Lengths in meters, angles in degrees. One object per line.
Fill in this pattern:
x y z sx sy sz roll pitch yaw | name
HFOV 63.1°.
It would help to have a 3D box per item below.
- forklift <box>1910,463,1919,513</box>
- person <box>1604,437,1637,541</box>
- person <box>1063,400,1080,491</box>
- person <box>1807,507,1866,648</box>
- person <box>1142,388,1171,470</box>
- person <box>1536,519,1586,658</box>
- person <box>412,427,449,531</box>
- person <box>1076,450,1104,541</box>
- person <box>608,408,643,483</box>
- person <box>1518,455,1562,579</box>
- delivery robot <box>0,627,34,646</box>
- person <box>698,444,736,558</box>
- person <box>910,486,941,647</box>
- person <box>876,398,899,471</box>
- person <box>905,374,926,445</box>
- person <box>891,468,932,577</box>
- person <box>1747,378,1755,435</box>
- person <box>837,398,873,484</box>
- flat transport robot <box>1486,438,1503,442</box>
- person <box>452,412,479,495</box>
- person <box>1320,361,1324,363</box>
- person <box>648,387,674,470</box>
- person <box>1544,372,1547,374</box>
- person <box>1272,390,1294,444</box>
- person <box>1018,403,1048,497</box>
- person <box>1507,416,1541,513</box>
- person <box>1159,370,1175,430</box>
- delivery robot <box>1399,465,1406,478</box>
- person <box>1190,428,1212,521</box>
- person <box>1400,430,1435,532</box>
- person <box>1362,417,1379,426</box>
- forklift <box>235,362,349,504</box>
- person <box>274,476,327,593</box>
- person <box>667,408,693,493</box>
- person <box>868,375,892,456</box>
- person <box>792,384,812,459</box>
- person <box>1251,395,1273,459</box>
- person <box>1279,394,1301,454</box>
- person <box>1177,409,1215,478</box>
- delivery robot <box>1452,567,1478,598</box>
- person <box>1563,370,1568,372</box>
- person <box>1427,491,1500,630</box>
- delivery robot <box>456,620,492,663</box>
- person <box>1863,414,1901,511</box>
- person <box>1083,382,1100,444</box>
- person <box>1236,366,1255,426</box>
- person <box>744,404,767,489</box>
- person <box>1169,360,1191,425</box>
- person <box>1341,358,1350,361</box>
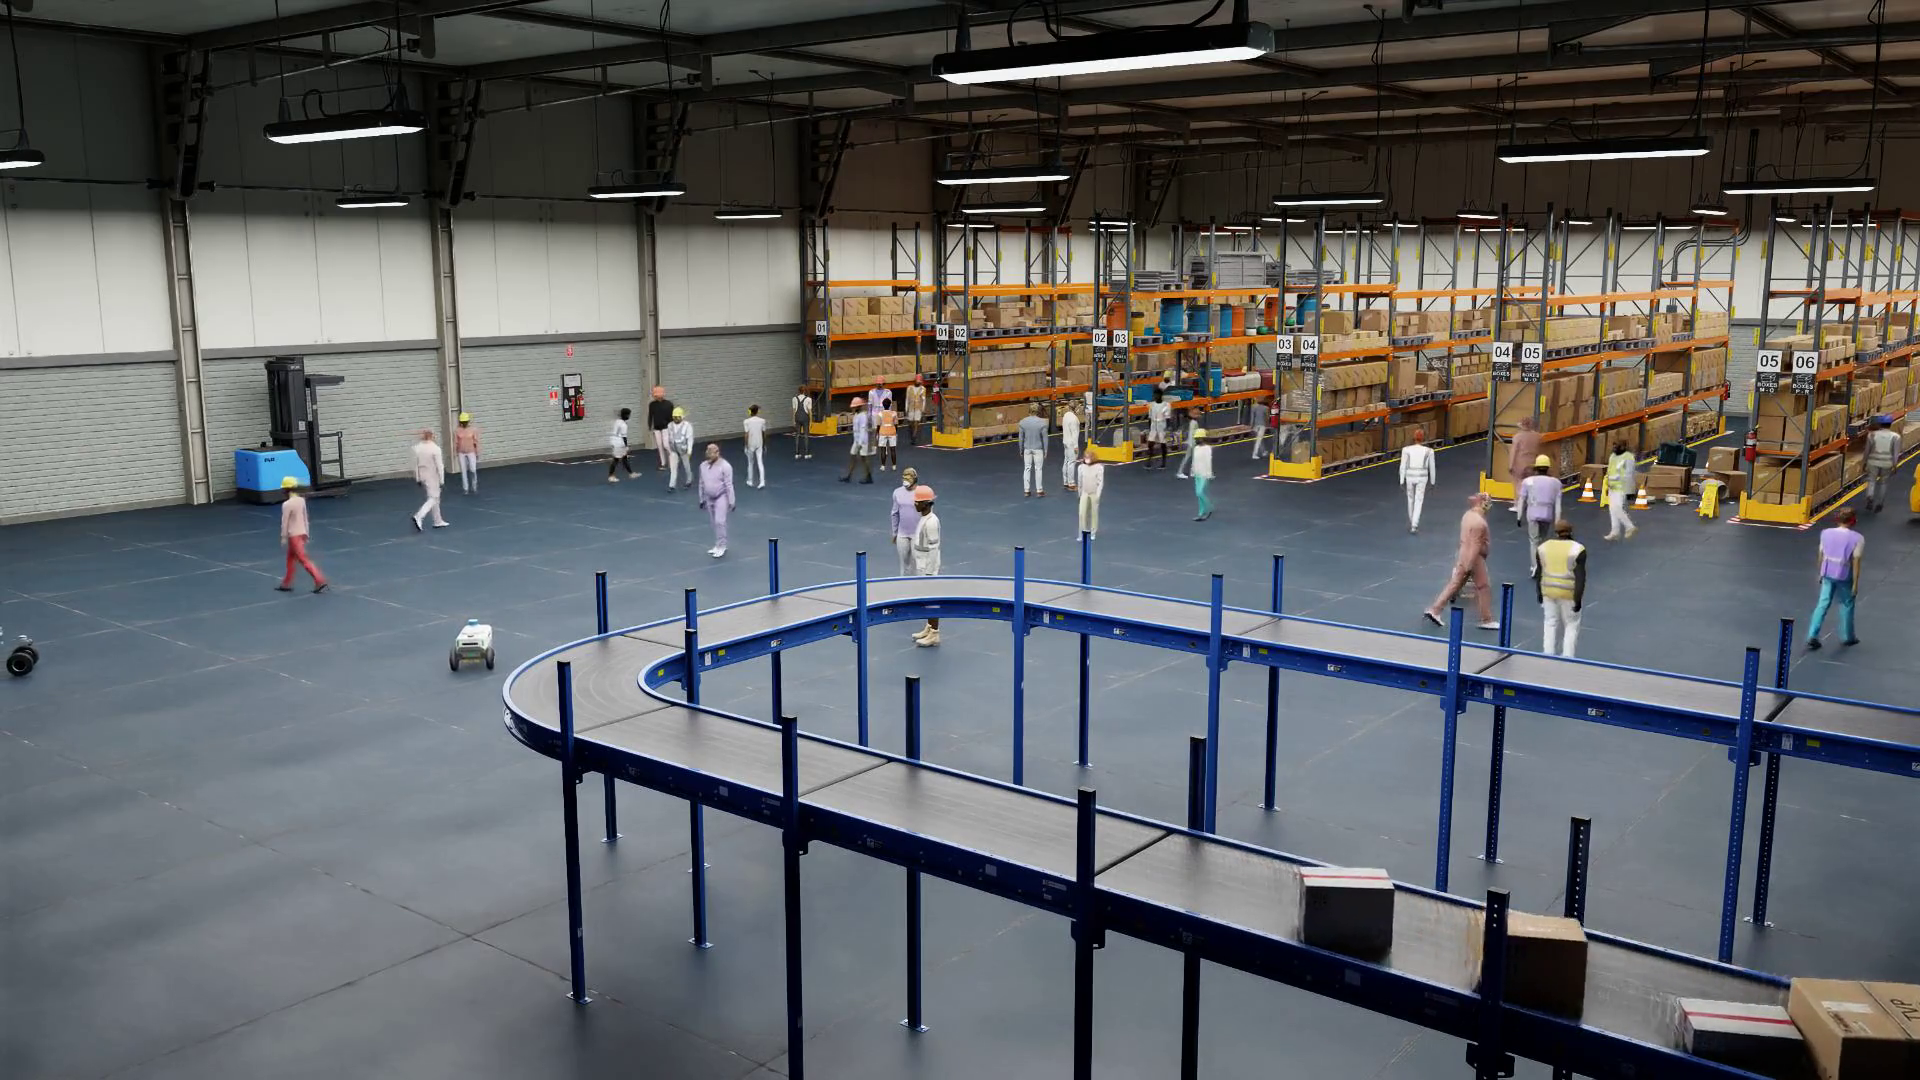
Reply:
19.034 -1.348 28.998 2.313 2.155 1.214 8 13 37 | forklift
11.510 -0.884 27.324 0.435 1.830 0.623 -1 10 -6 | person
2.390 -2.031 33.449 0.373 1.938 0.630 -3 11 -16 | person
11.090 0.470 19.763 0.947 1.805 0.580 -6 12 -31 | person
4.597 -2.577 36.556 0.610 1.927 0.934 6 12 31 | person
7.145 0.663 18.660 0.649 1.804 0.485 10 14 44 | person
-9.676 -1.112 28.461 0.654 1.881 0.830 7 12 34 | person
2.245 -0.764 27.262 0.501 1.600 0.735 4 11 20 | person
-7.444 -2.099 34.644 0.871 1.640 0.569 -4 11 -21 | person
8.978 -0.369 24.216 0.604 1.900 0.895 1 10 8 | person
-11.402 1.154 18.534 0.698 0.223 0.335 -4 11 -22 | delivery robot
-4.044 -0.655 25.921 0.745 1.869 0.762 6 12 30 | person
-0.445 0.326 19.896 0.386 2.042 0.622 -1 10 -8 | person
-1.697 -2.457 36.517 0.529 1.697 0.321 -2 10 -11 | person
-1.188 -3.525 41.997 0.579 1.890 0.584 1 10 5 | person
-0.698 -0.083 22.474 0.634 1.937 0.355 5 11 26 | person
22.555 -3.930 44.165 0.593 1.923 0.386 -2 10 -13 | person
-2.276 -2.171 34.322 0.814 1.899 0.568 -5 11 -27 | person
15.073 -2.766 42.387 1.431 0.197 0.652 0 10 1 | flat transport robot
-10.329 -1.806 32.721 0.513 1.748 0.417 -2 10 -12 | person
12.364 -5.646 53.863 0.399 1.913 0.589 3 11 17 | person
-6.990 -2.613 36.636 0.620 1.967 0.467 2 10 14 | person
16.002 -3.708 43.075 0.597 1.861 0.959 -3 10 -14 | person
8.745 -3.357 41.860 0.846 1.595 0.528 -9 14 -42 | person
1.531 -1.867 32.518 0.635 1.937 0.352 3 11 19 | person
10.918 -1.464 30.360 0.670 1.892 0.453 -4 11 -23 | person
5.937 -3.940 44.567 0.599 1.808 0.770 5 11 28 | person
10.029 -1.576 34.616 0.477 0.478 0.707 9 14 43 | delivery robot
4.517 -1.224 29.405 0.366 1.750 0.557 -4 11 -23 | person
8.300 -1.077 28.378 0.595 1.837 0.999 4 11 21 | person
12.337 -4.419 46.721 0.611 1.995 0.375 8 13 38 | person
-13.803 -2.244 32.110 1.129 2.768 1.873 8 13 37 | forklift
-9.748 -0.083 23.057 0.874 1.732 0.531 1 10 6 | person
-5.964 -1.936 33.350 0.607 1.785 0.951 3 10 15 | person
-2.014 -3.135 39.369 0.607 2.040 0.378 1 10 5 | person
-3.904 -2.941 38.851 0.503 1.839 0.329 2 10 10 | person
7.500 -2.810 38.801 0.524 1.580 0.869 10 14 43 | person
8.365 -3.049 39.531 0.620 1.813 0.777 8 13 36 | person
5.292 -2.164 35.170 0.847 1.582 0.515 1 10 7 | person
7.325 0.560 22.609 0.477 0.478 0.707 2 10 12 | delivery robot
16.794 -3.802 43.576 0.572 1.882 0.338 3 11 18 | person
6.737 0.264 20.777 0.979 1.856 0.646 0 10 1 | person
-5.893 1.208 18.961 0.477 0.478 0.707 -2 10 -10 | delivery robot
17.963 -1.502 30.510 0.615 1.922 0.665 6 12 32 | person
3.537 -3.419 42.092 0.514 1.642 0.310 9 13 41 | person
8.363 -4.185 45.885 0.586 1.824 0.404 4 11 22 | person
-4.414 -2.028 33.768 0.533 1.833 0.989 -4 11 -23 | person
6.600 -4.439 47.021 0.610 1.947 1.032 8 13 38 | person
13.543 -5.755 54.590 0.519 1.873 0.328 7 12 33 | person
